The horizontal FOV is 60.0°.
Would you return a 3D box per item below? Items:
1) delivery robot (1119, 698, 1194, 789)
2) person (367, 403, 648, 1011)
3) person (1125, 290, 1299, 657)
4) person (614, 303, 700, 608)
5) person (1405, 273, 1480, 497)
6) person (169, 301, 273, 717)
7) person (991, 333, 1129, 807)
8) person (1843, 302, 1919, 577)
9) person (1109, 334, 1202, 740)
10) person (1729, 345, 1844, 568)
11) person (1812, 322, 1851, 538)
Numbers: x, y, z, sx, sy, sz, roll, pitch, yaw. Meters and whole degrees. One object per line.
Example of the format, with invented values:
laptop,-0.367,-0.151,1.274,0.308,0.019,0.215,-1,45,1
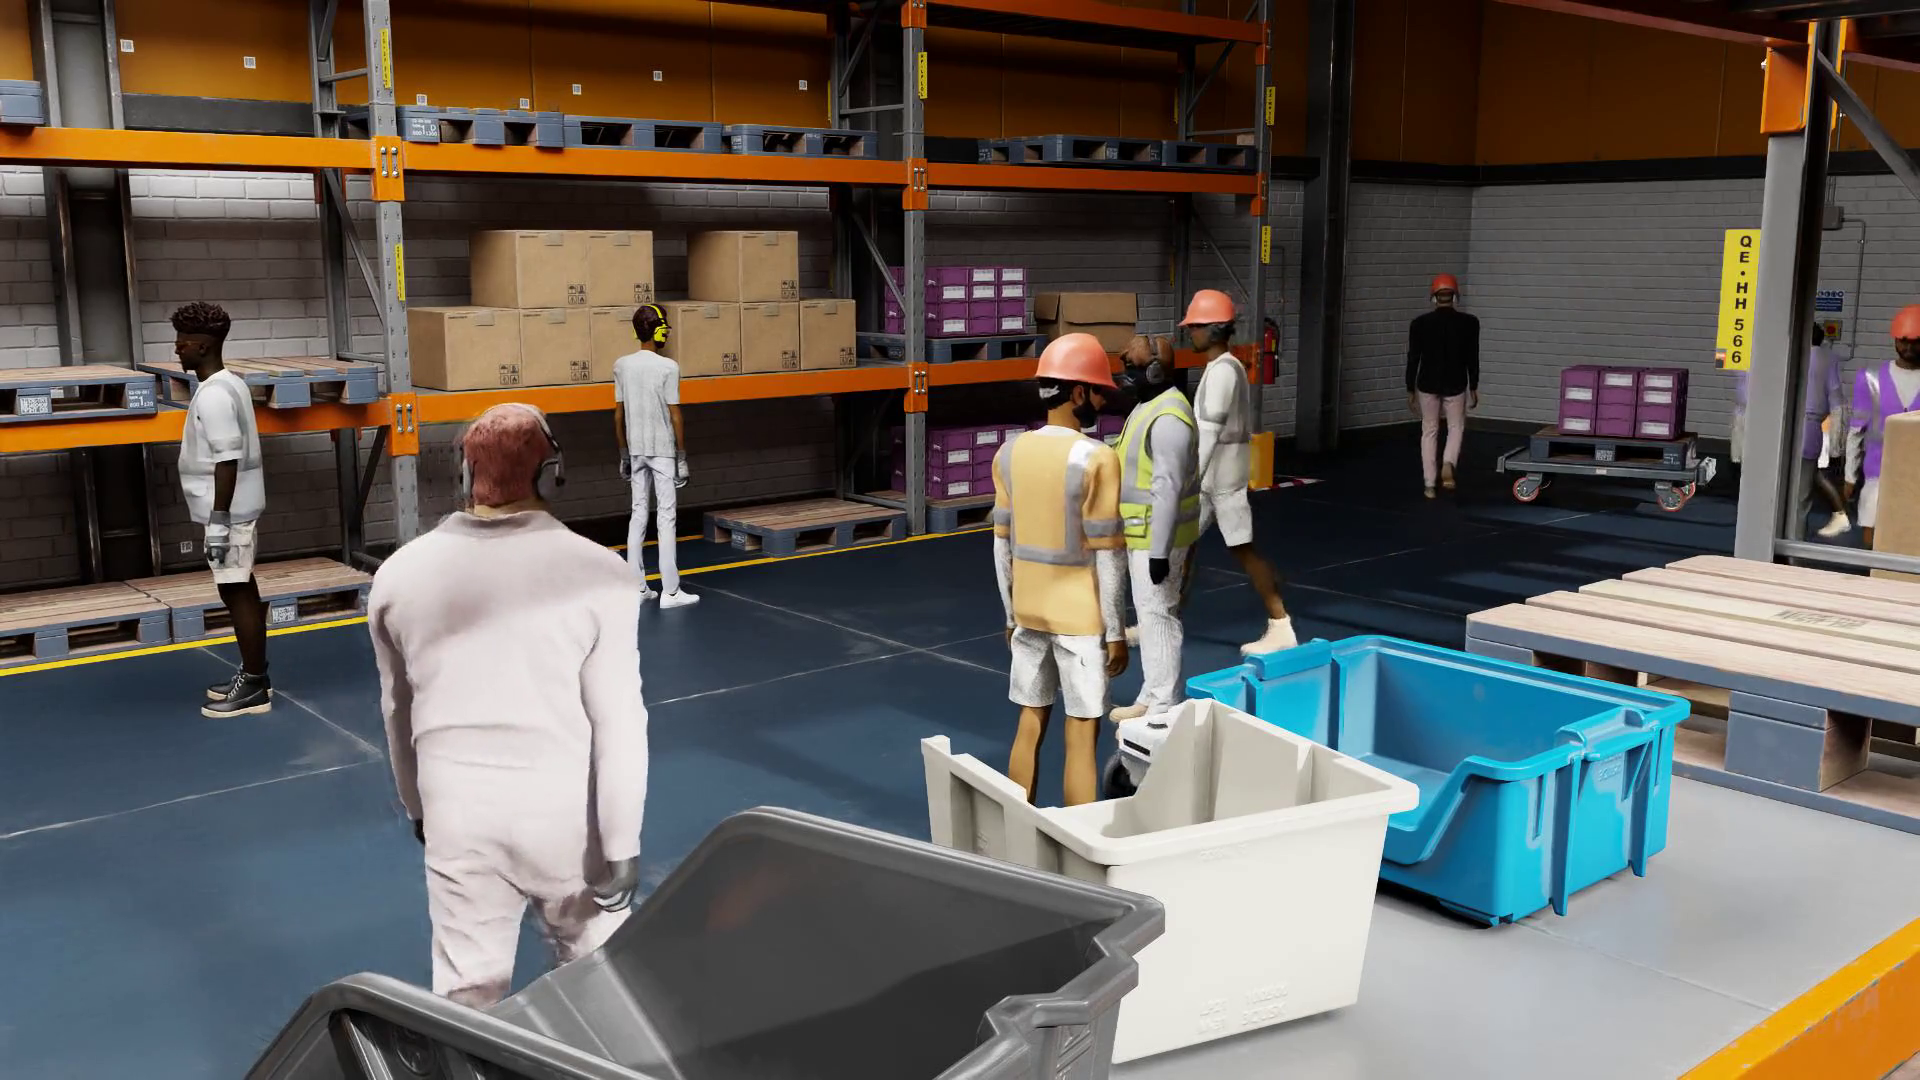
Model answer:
delivery robot,0.974,0.781,6.416,0.707,0.478,0.477,-5,11,-28
person,-0.996,0.610,3.935,0.668,1.865,0.935,1,10,7
person,1.365,-0.337,8.939,1.045,1.995,0.629,1,10,4
person,-1.881,-0.512,10.238,0.520,1.871,0.326,5,11,25
person,4.225,-1.346,14.591,0.630,1.977,0.507,3,11,17
person,-3.499,-0.145,7.907,0.365,1.964,0.610,-3,11,-17
person,0.369,0.258,5.753,0.542,1.931,0.375,10,14,43
person,5.335,-0.391,9.440,0.548,1.915,0.634,6,12,31
person,0.863,-0.006,7.516,0.429,1.836,0.631,0,10,-1
person,5.172,-0.556,10.462,0.694,1.882,0.377,3,11,18
person,6.446,-0.824,12.626,0.774,1.681,0.538,0,10,0
